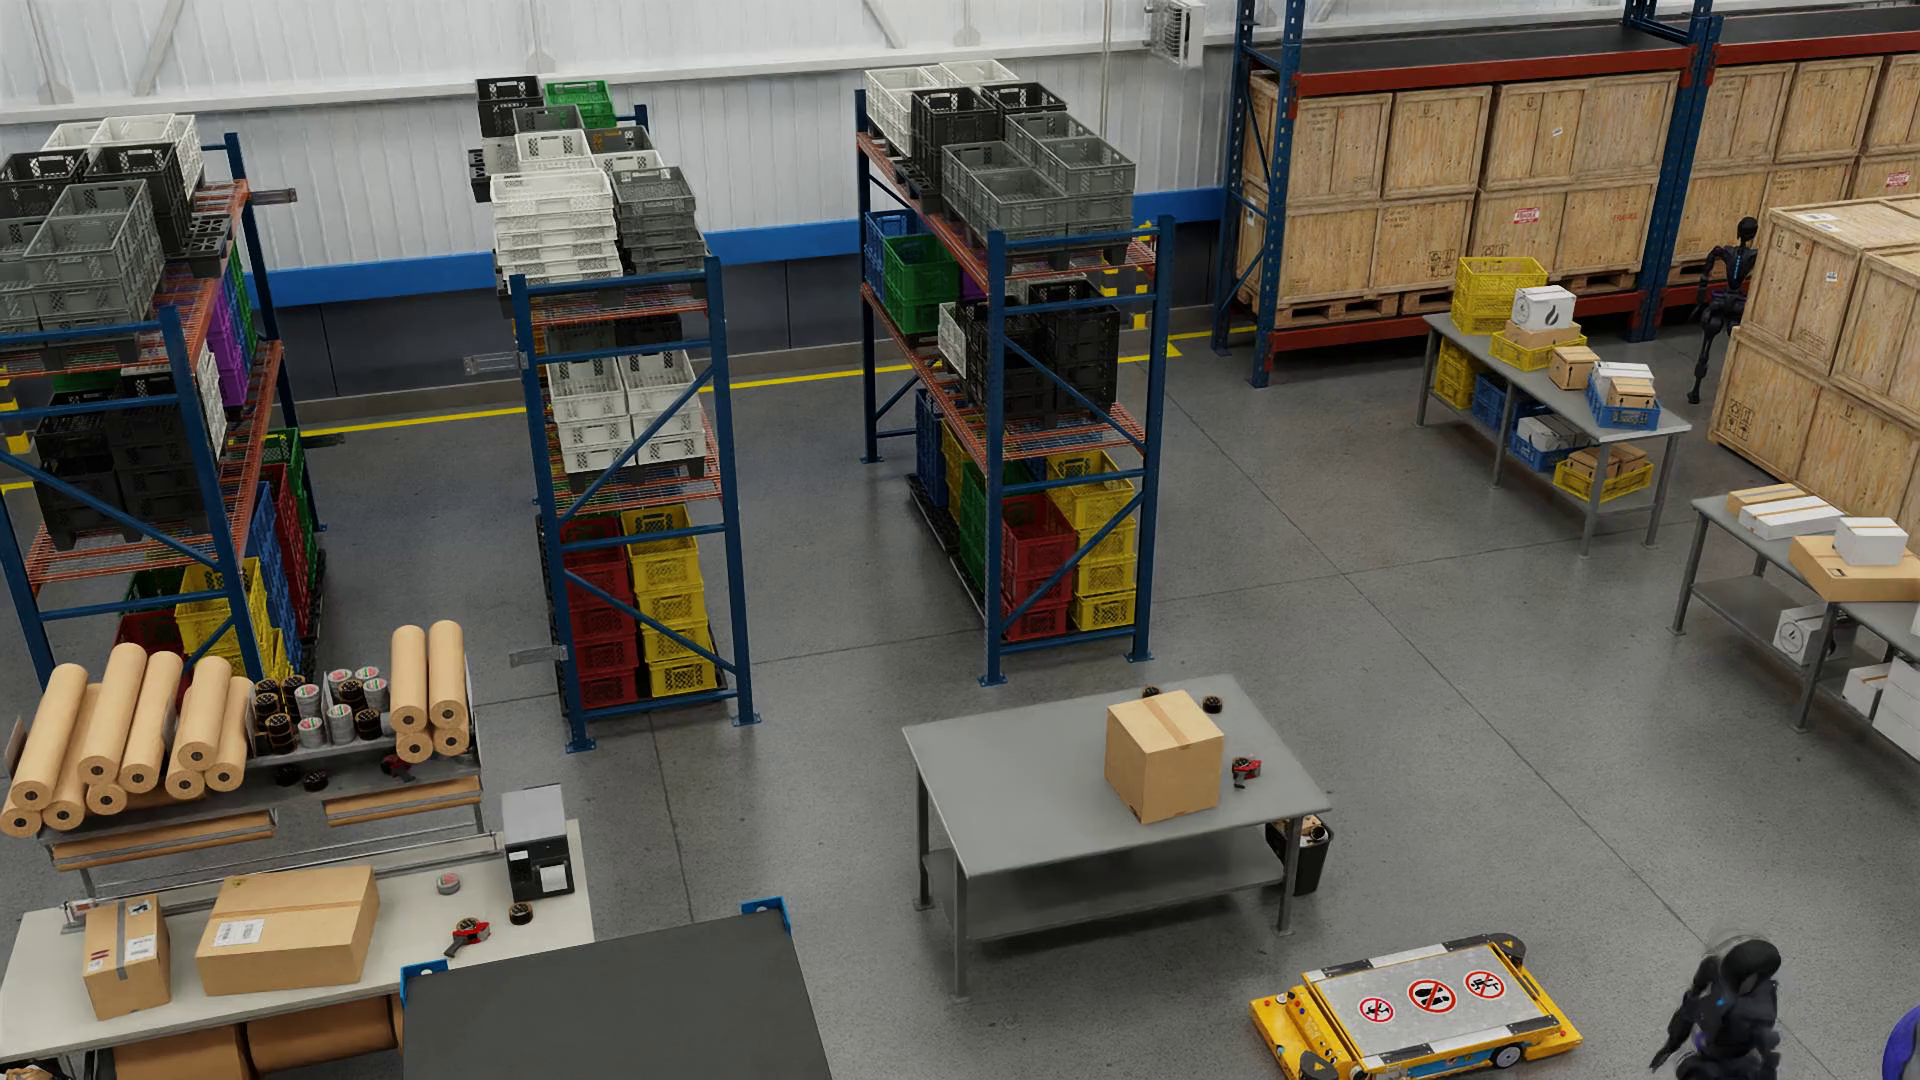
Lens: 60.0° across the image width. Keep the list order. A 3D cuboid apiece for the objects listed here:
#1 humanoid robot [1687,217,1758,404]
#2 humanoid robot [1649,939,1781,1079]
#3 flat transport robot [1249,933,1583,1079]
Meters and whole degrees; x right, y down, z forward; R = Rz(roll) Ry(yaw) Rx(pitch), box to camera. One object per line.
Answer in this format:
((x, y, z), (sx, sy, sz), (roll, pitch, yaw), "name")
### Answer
((6.583, -1.962, 14.254), (0.601, 1.658, 0.327), (15, 32, 26), "humanoid robot")
((3.014, 2.221, 6.651), (0.488, 1.630, 0.718), (-5, 29, -9), "humanoid robot")
((2.184, 2.282, 7.980), (1.431, 0.197, 0.652), (-8, 30, -14), "flat transport robot")
